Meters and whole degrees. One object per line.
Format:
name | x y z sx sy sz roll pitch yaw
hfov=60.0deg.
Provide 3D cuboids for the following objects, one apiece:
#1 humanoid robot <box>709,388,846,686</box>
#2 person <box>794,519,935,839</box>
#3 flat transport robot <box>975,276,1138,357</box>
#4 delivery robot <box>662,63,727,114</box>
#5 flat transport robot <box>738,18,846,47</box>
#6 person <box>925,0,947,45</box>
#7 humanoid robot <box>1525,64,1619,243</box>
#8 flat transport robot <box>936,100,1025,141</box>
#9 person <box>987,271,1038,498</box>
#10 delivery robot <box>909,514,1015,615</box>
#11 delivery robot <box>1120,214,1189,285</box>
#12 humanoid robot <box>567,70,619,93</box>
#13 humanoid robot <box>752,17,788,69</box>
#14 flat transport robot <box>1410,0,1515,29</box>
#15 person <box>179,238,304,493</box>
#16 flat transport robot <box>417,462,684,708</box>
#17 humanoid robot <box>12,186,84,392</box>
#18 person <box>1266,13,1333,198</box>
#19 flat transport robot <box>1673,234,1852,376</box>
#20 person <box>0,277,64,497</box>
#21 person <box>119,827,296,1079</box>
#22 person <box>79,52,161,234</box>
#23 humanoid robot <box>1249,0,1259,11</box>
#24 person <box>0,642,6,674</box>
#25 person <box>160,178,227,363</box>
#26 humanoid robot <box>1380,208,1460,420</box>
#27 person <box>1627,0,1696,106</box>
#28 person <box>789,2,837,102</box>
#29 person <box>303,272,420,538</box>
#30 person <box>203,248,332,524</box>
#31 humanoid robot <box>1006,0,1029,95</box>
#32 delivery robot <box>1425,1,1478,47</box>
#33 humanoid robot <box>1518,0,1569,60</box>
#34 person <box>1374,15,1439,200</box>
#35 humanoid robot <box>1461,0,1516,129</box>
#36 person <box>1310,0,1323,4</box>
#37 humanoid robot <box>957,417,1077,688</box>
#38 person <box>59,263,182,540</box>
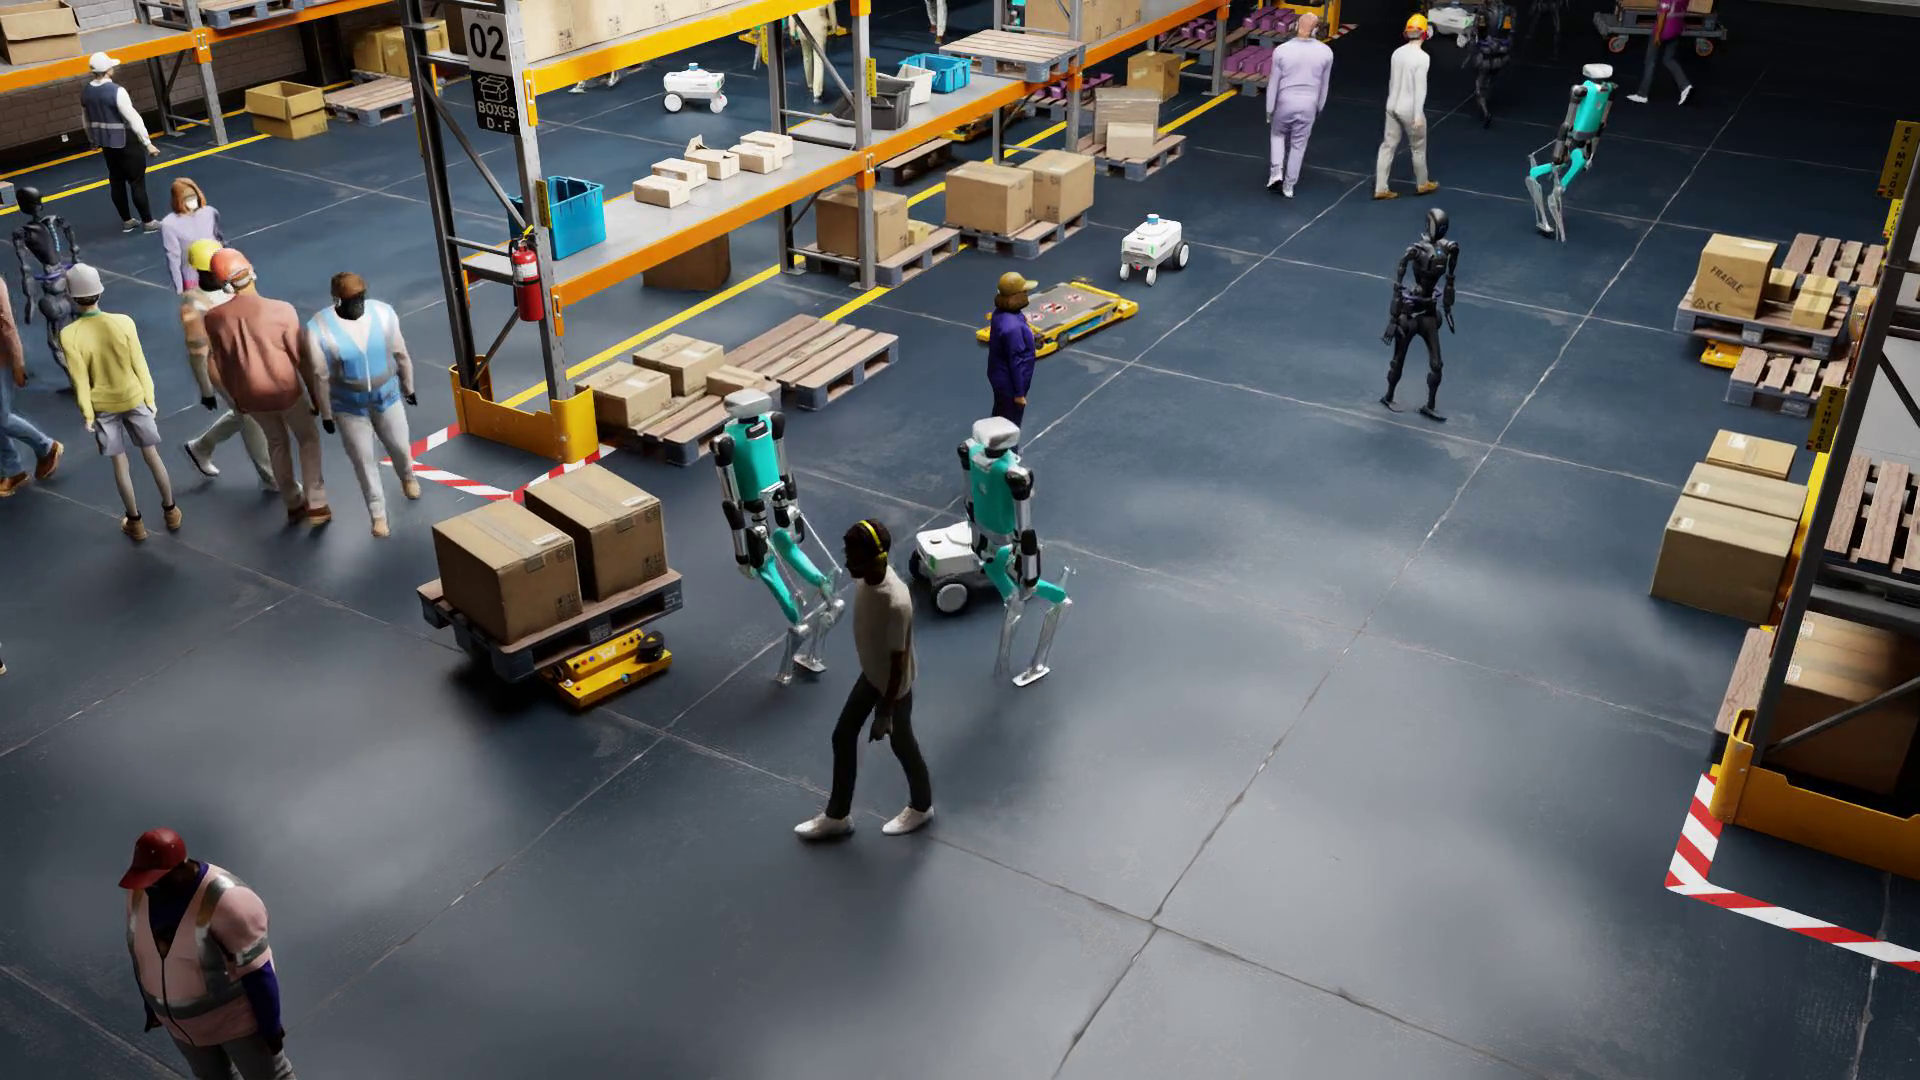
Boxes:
humanoid robot | -0.947 0.061 9.376 0.821 1.782 0.542 19 35 30
person | -0.481 0.725 8.071 0.837 1.831 0.544 -15 33 -24
flat transport robot | 0.849 -1.928 14.352 0.659 0.231 1.431 24 37 36
delivery robot | -3.279 -5.568 20.496 0.782 0.589 0.499 2 30 4
flat transport robot | -2.405 -7.297 23.849 1.431 0.231 0.659 -21 36 -33
person | -0.328 -8.075 23.568 0.631 1.902 0.912 4 30 7
humanoid robot | 5.828 -3.753 16.128 0.556 1.814 0.768 -13 32 -22
flat transport robot | 0.151 -5.061 19.894 0.659 0.231 1.431 17 33 27
person | 0.361 -1.073 11.460 0.329 1.624 0.450 -5 30 -9
delivery robot | 0.088 0.099 10.462 0.776 0.580 0.499 -9 31 -16
delivery robot | 1.788 -2.736 15.492 0.499 0.595 0.792 15 33 25
humanoid robot | -4.641 -6.537 21.028 0.565 1.769 0.921 23 37 35
humanoid robot | -2.563 -7.070 22.018 0.546 1.831 0.778 21 35 32
flat transport robot | 7.448 -7.751 24.654 1.431 0.231 0.659 3 30 5
person | -5.072 -1.177 11.373 0.805 1.893 0.611 2 30 4
flat transport robot | -2.424 0.528 10.007 0.659 0.231 1.431 -26 38 -38
humanoid robot | -6.994 -1.937 12.939 0.395 1.635 0.601 11 31 19
person | 3.493 -4.514 17.298 0.652 1.879 0.467 2 30 3
flat transport robot | 6.725 -1.735 14.011 0.659 0.231 1.431 17 34 27
person | -6.695 -1.234 11.396 0.642 1.962 0.457 10 31 17
person | -2.829 1.782 6.296 0.595 1.747 0.418 6 30 11
person | -8.218 -3.878 16.285 0.769 1.756 0.443 8 30 14
humanoid robot | 4.621 -8.810 25.088 0.680 1.849 0.544 -7 30 -12
person | -5.838 -0.101 9.408 0.370 1.958 0.603 -16 33 -27
person | -6.073 -2.112 13.316 0.486 1.637 0.508 21 36 32
humanoid robot | 3.487 -1.699 12.526 0.606 1.638 0.557 -12 32 -20
person | 8.729 -6.229 20.382 0.515 1.827 0.757 -16 33 -26
person | -1.829 -6.381 20.768 0.588 1.699 0.916 1 29 1
person | -3.964 -0.953 11.067 0.653 1.824 0.582 -15 33 -25
person | -4.529 -0.979 10.967 0.651 1.954 0.443 -1 29 -1
humanoid robot | 0.822 -6.595 21.145 0.531 1.779 0.802 3 30 6
delivery robot | 6.979 -7.345 23.663 0.499 0.614 0.796 -22 36 -34
humanoid robot | 7.956 -7.297 22.436 0.585 1.627 0.566 -9 31 -16
person | 4.701 -4.485 17.267 0.897 1.855 0.604 -17 33 -27
humanoid robot | 6.314 -5.742 19.693 0.590 1.640 0.692 -6 30 -10
person | 5.741 -9.190 25.600 0.626 1.846 0.429 18 34 29
humanoid robot | 0.390 0.091 9.345 0.775 1.826 0.537 -22 36 -33
person | -5.499 -0.887 10.865 0.474 1.892 0.384 -20 35 -31
